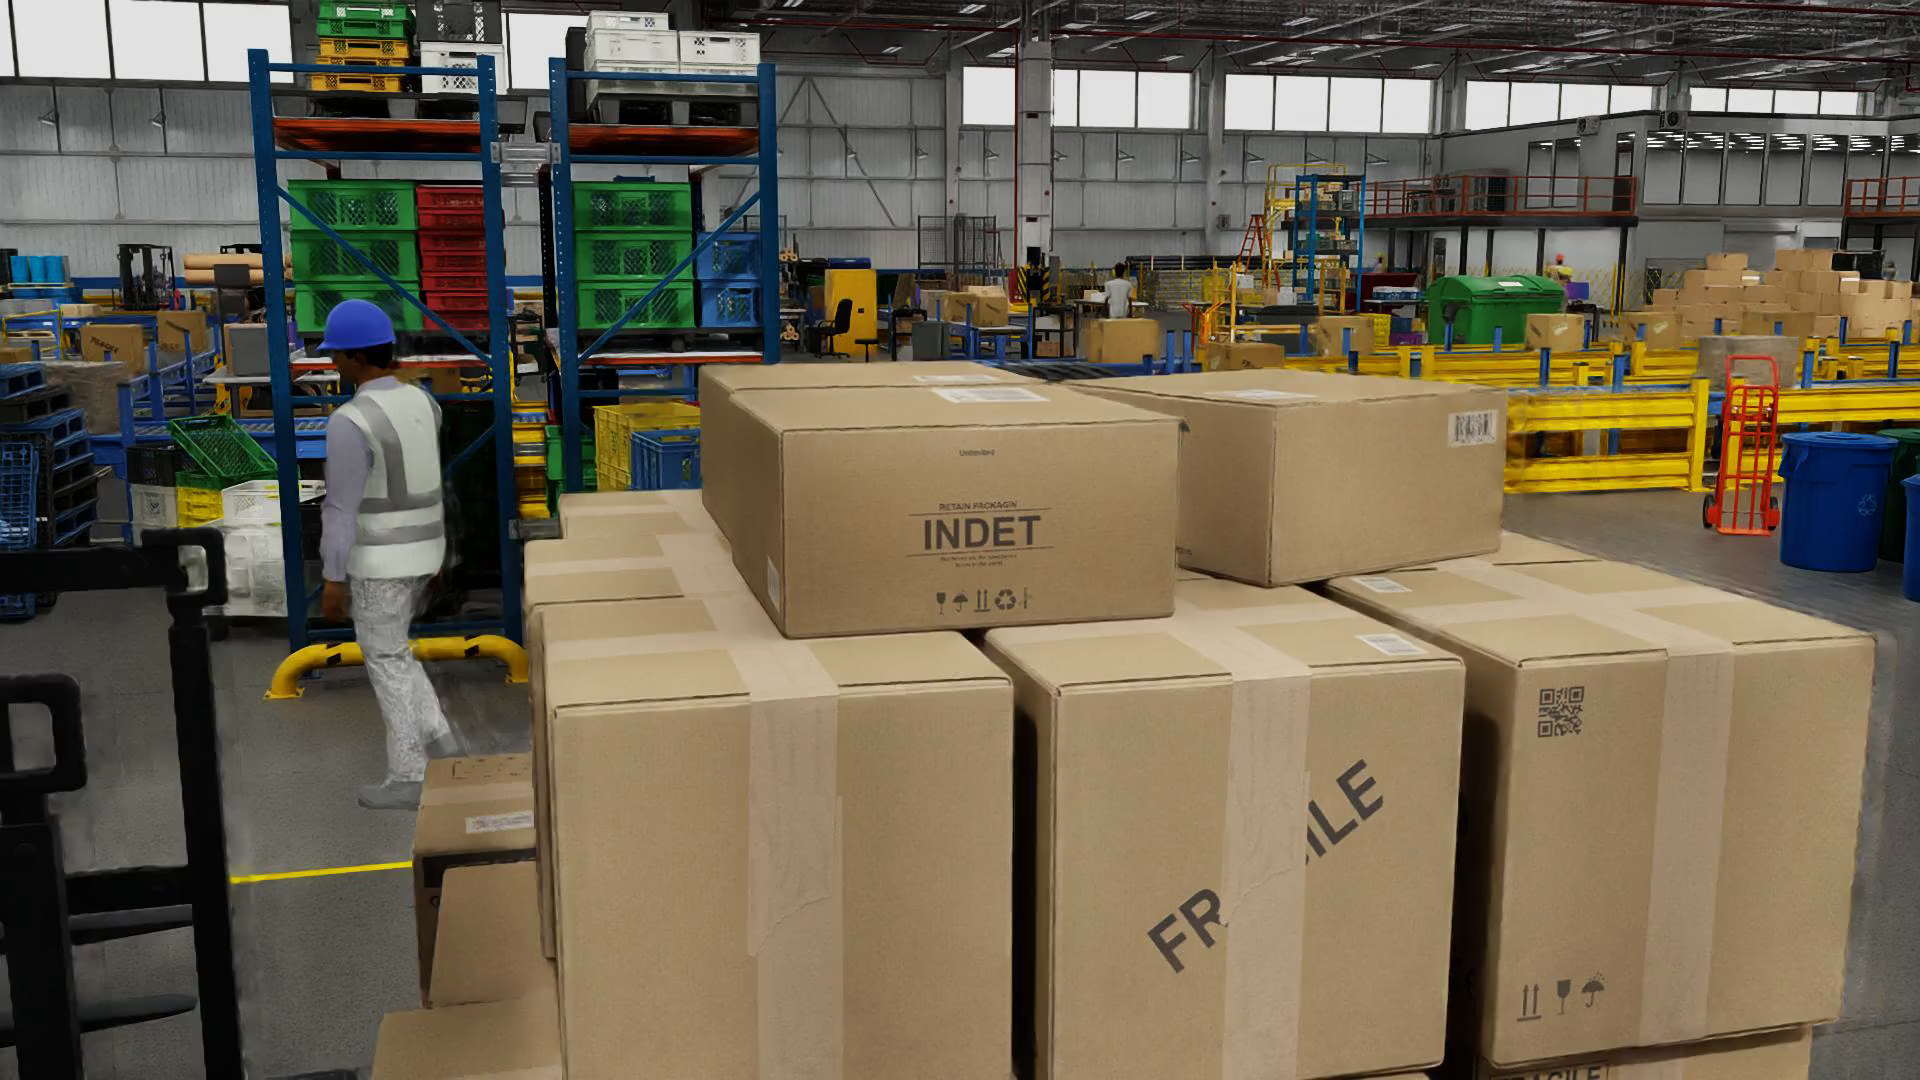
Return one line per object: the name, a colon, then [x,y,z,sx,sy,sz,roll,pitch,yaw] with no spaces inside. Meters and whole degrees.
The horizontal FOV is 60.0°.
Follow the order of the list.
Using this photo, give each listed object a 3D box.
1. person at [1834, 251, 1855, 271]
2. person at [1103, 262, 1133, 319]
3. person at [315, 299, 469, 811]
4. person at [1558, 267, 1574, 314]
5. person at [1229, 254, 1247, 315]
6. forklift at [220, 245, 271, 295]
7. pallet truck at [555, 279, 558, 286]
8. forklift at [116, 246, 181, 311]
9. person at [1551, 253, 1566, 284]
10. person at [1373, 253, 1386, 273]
person: [22.910,-6.493,43.245,0.717,1.986,0.936,-7,12,-36]
person: [2.777,-3.942,29.195,0.542,1.846,0.623,0,10,2]
person: [-2.158,0.070,6.235,0.438,1.928,0.630,2,10,11]
person: [10.776,-4.001,29.767,0.424,1.750,0.539,7,12,33]
person: [8.313,-7.579,49.695,0.574,1.883,0.355,-3,10,-15]
forklift: [-17.749,-6.334,41.440,1.157,1.987,2.680,-3,10,-17]
pallet truck: [-10.604,-6.375,44.520,0.653,1.274,1.630,-3,10,-15]
forklift: [-19.966,-6.232,40.894,1.157,1.987,2.680,-3,10,-15]
person: [18.302,-7.833,51.049,0.555,1.916,0.777,-6,12,-30]
person: [14.812,-9.232,58.980,0.609,1.905,0.577,-9,13,-42]
